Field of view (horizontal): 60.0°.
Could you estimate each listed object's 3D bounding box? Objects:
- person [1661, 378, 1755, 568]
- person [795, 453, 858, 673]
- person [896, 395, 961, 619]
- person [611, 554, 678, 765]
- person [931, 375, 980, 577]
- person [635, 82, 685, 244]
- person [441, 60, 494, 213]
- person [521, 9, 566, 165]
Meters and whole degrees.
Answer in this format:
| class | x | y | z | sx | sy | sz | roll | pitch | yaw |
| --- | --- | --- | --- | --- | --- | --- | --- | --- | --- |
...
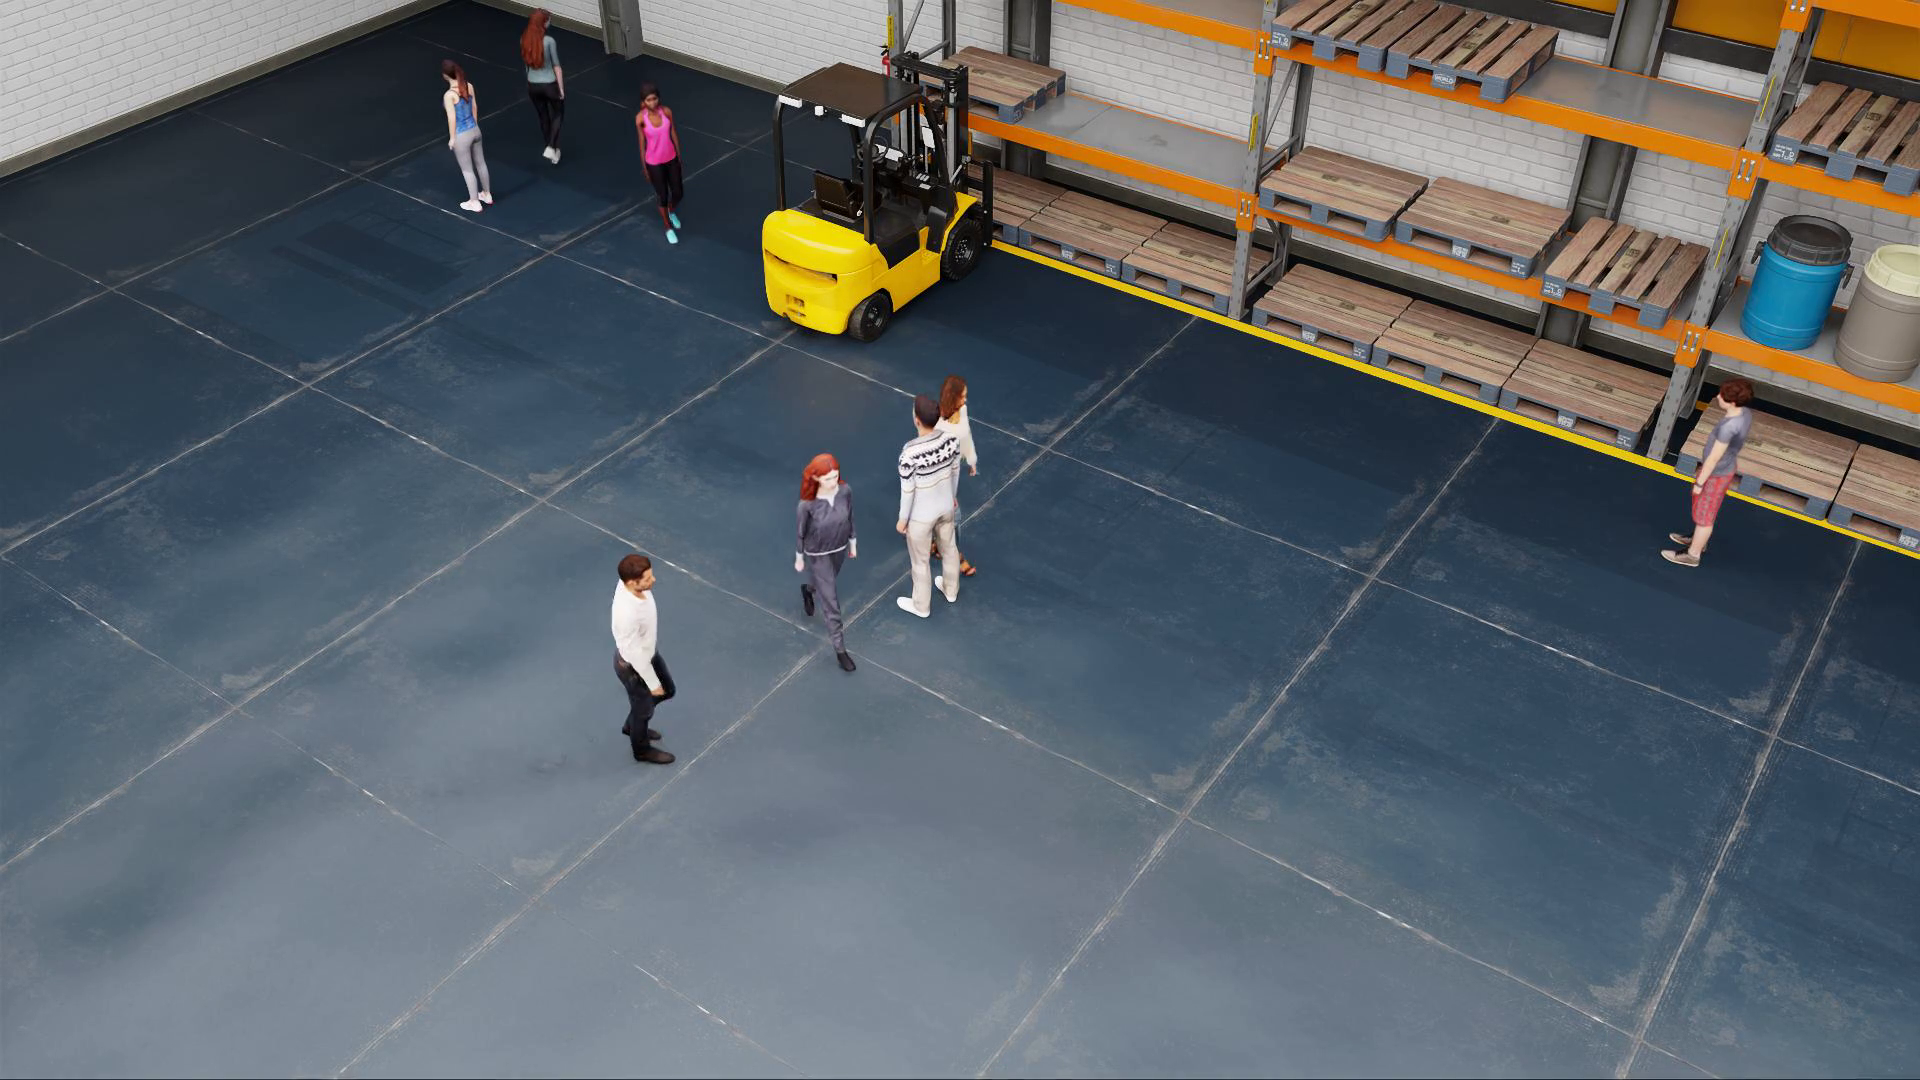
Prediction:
| class | x | y | z | sx | sy | sz | roll | pitch | yaw |
| --- | --- | --- | --- | --- | --- | --- | --- | --- | --- |
| person | 5.737 | -0.505 | 12.577 | 0.541 | 1.647 | 0.591 | 25 | 45 | 28 |
| person | -0.999 | 0.060 | 11.796 | 0.870 | 1.739 | 1.185 | -23 | 44 | -26 |
| person | -0.217 | -0.242 | 12.075 | 0.740 | 1.862 | 0.671 | -27 | 46 | -29 |
| person | -2.175 | 0.798 | 10.783 | 0.866 | 1.849 | 0.839 | -1 | 39 | -2 |
| person | -0.191 | -0.562 | 12.638 | 0.795 | 1.659 | 0.628 | 24 | 45 | 27 |
| person | -3.021 | -3.815 | 16.669 | 0.726 | 1.712 | 0.790 | -17 | 42 | -20 |
| person | -5.122 | -4.200 | 17.233 | 0.570 | 1.610 | 0.585 | 18 | 42 | 22 |
| person | -4.497 | -4.829 | 17.924 | 0.799 | 1.730 | 0.840 | 3 | 39 | 4 |
